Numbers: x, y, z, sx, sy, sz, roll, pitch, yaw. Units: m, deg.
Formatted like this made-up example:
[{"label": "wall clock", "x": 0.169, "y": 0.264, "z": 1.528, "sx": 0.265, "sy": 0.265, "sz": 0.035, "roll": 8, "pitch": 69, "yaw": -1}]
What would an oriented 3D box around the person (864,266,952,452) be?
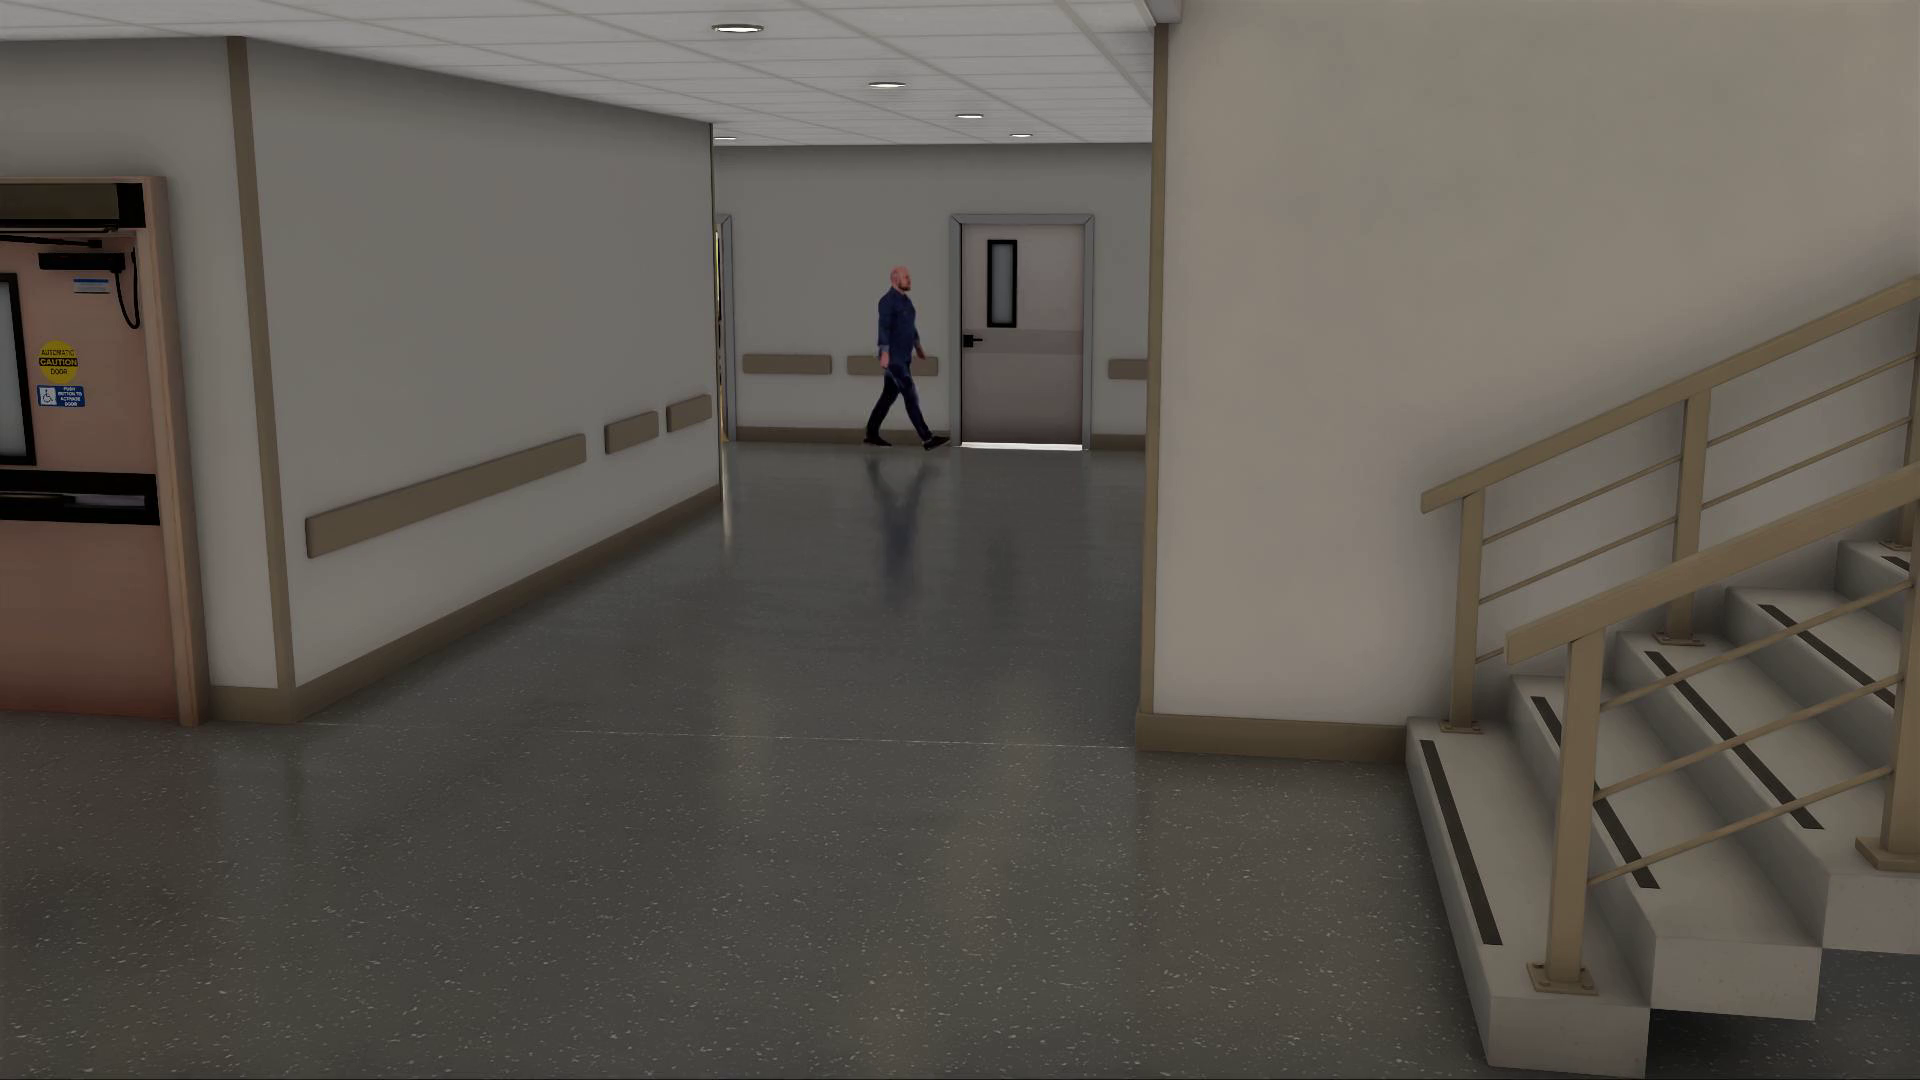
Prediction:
[{"label": "person", "x": -0.675, "y": -1.725, "z": 16.171, "sx": 1.190, "sy": 1.777, "sz": 0.808, "roll": 3, "pitch": 11, "yaw": 16}]
